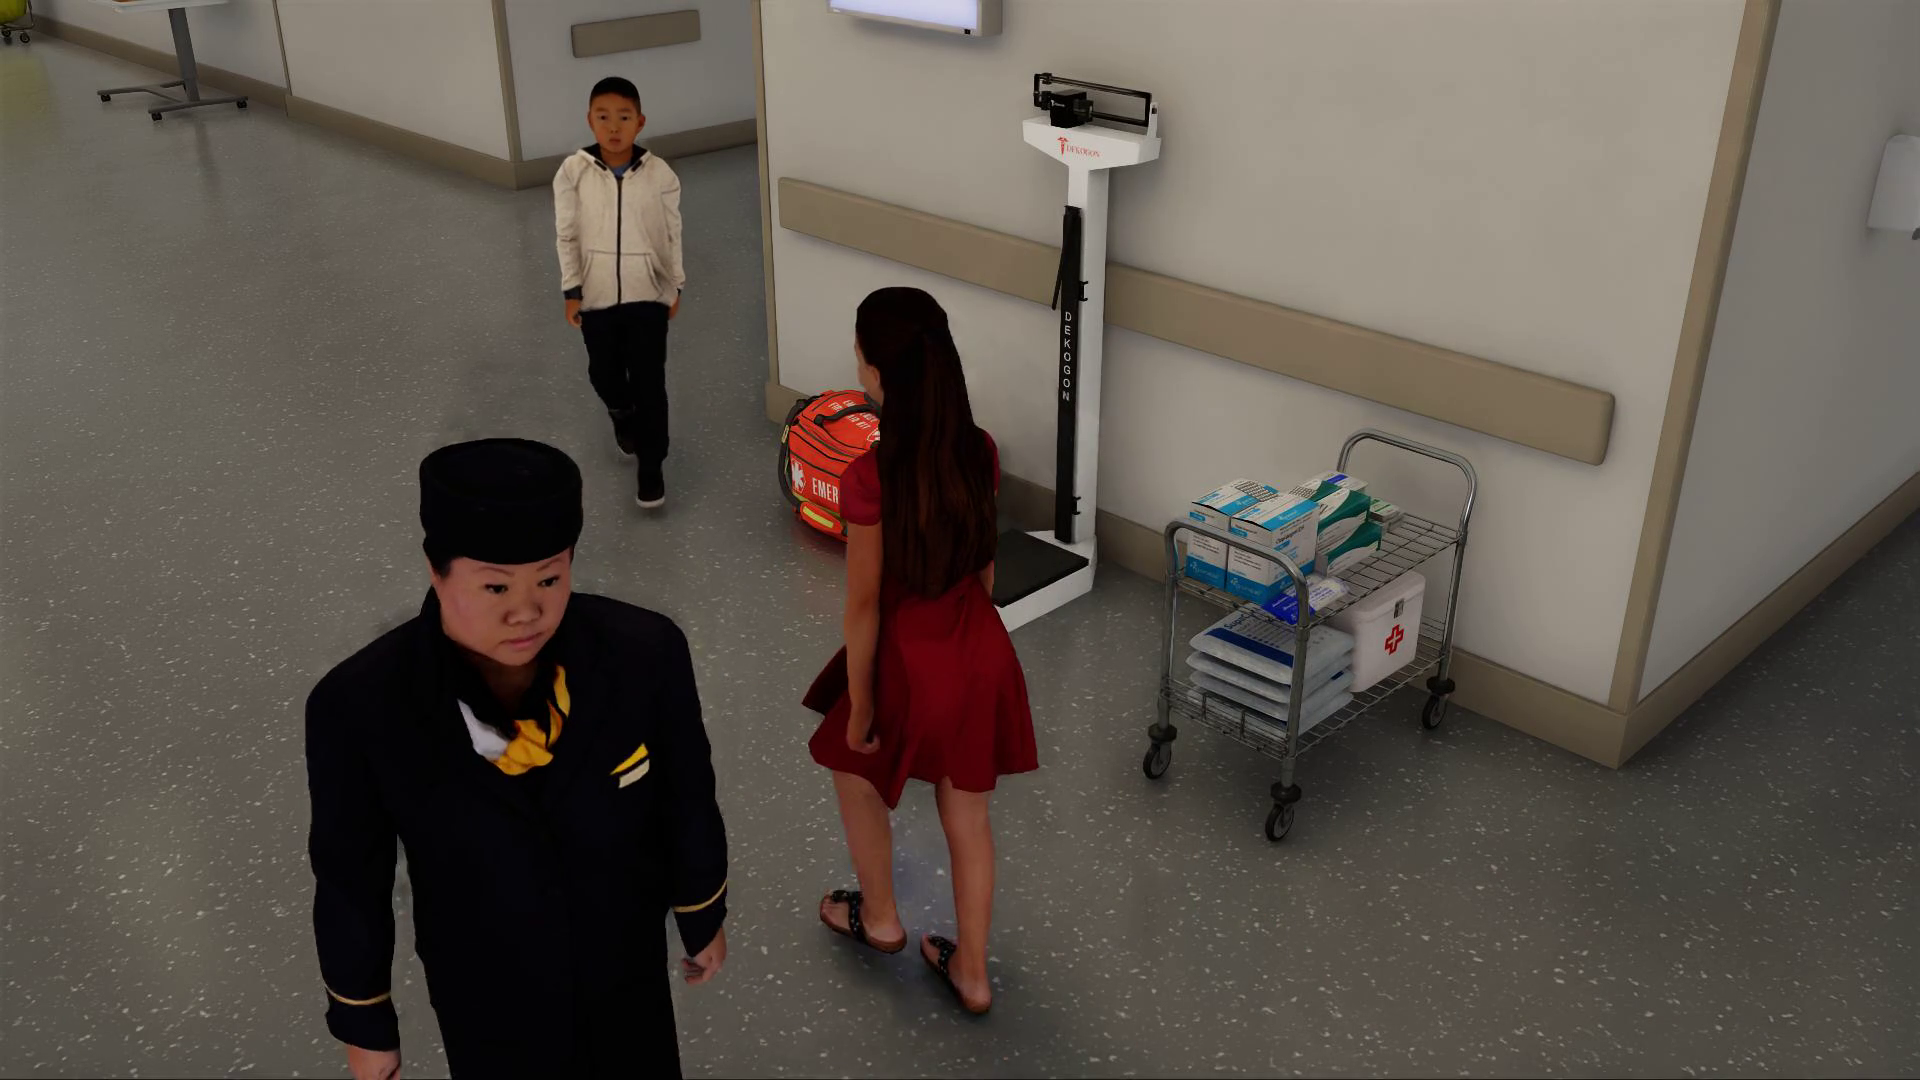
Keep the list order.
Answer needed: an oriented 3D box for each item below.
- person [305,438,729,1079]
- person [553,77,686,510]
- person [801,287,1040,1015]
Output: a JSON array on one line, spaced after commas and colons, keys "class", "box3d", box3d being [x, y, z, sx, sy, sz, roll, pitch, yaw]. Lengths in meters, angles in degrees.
[{"class": "person", "box3d": [-0.608, 0.598, 2.471, 0.848, 1.656, 0.855, -7, 27, -13]}, {"class": "person", "box3d": [-1.178, -0.873, 5.776, 0.895, 1.435, 1.022, -4, 26, -9]}, {"class": "person", "box3d": [-0.027, 0.285, 3.262, 0.630, 1.533, 0.755, -17, 31, -31]}]
